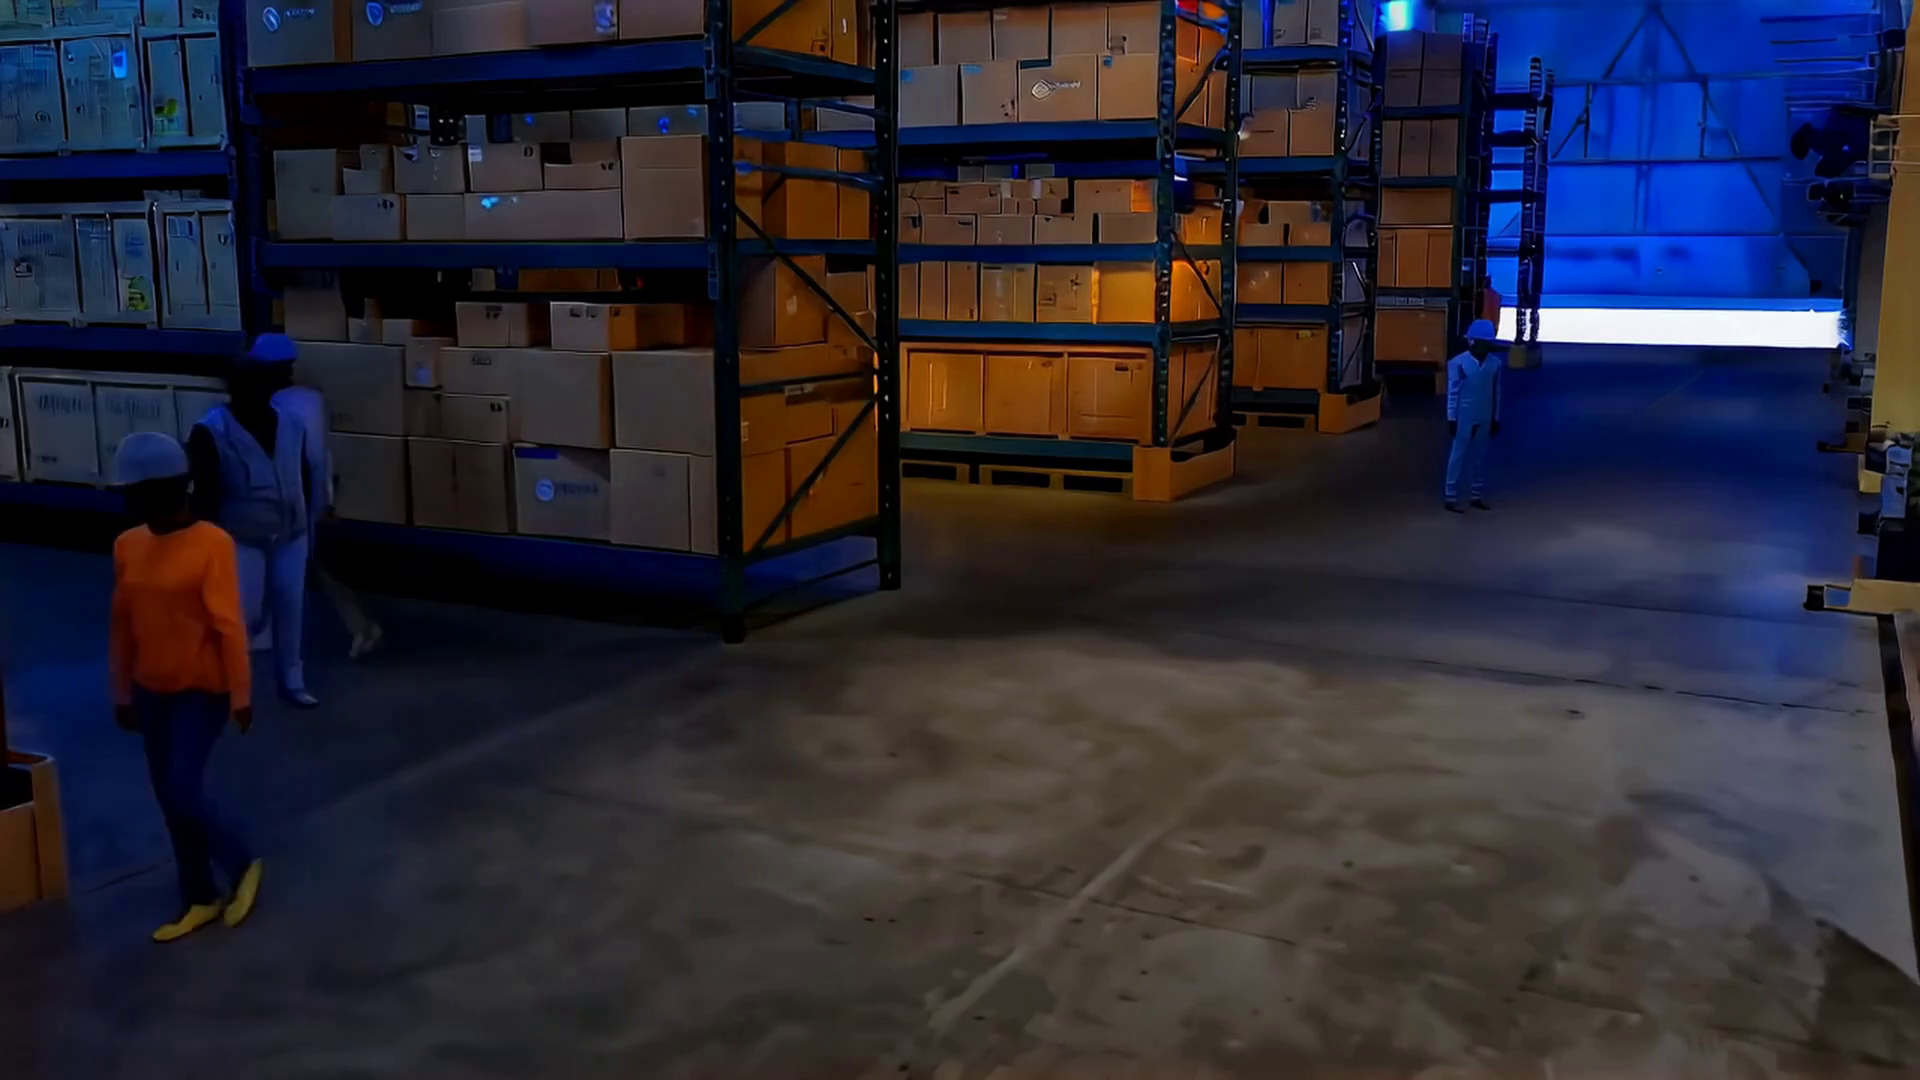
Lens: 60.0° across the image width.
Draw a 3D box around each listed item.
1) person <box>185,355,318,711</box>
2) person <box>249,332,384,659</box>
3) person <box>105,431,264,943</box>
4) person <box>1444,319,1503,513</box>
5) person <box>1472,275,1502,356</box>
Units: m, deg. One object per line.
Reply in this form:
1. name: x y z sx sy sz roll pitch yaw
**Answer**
1. person: -3.620 -0.038 8.525 0.644 1.825 0.629 7 12 36
2. person: -3.759 -0.246 9.554 0.938 1.898 0.544 2 10 13
3. person: -2.638 0.507 5.580 0.545 1.747 0.372 4 11 21
4. person: 4.644 -1.113 14.986 0.567 1.742 0.351 -3 10 -19
5. person: 10.046 -4.113 31.897 0.637 1.902 0.406 -4 11 -23
